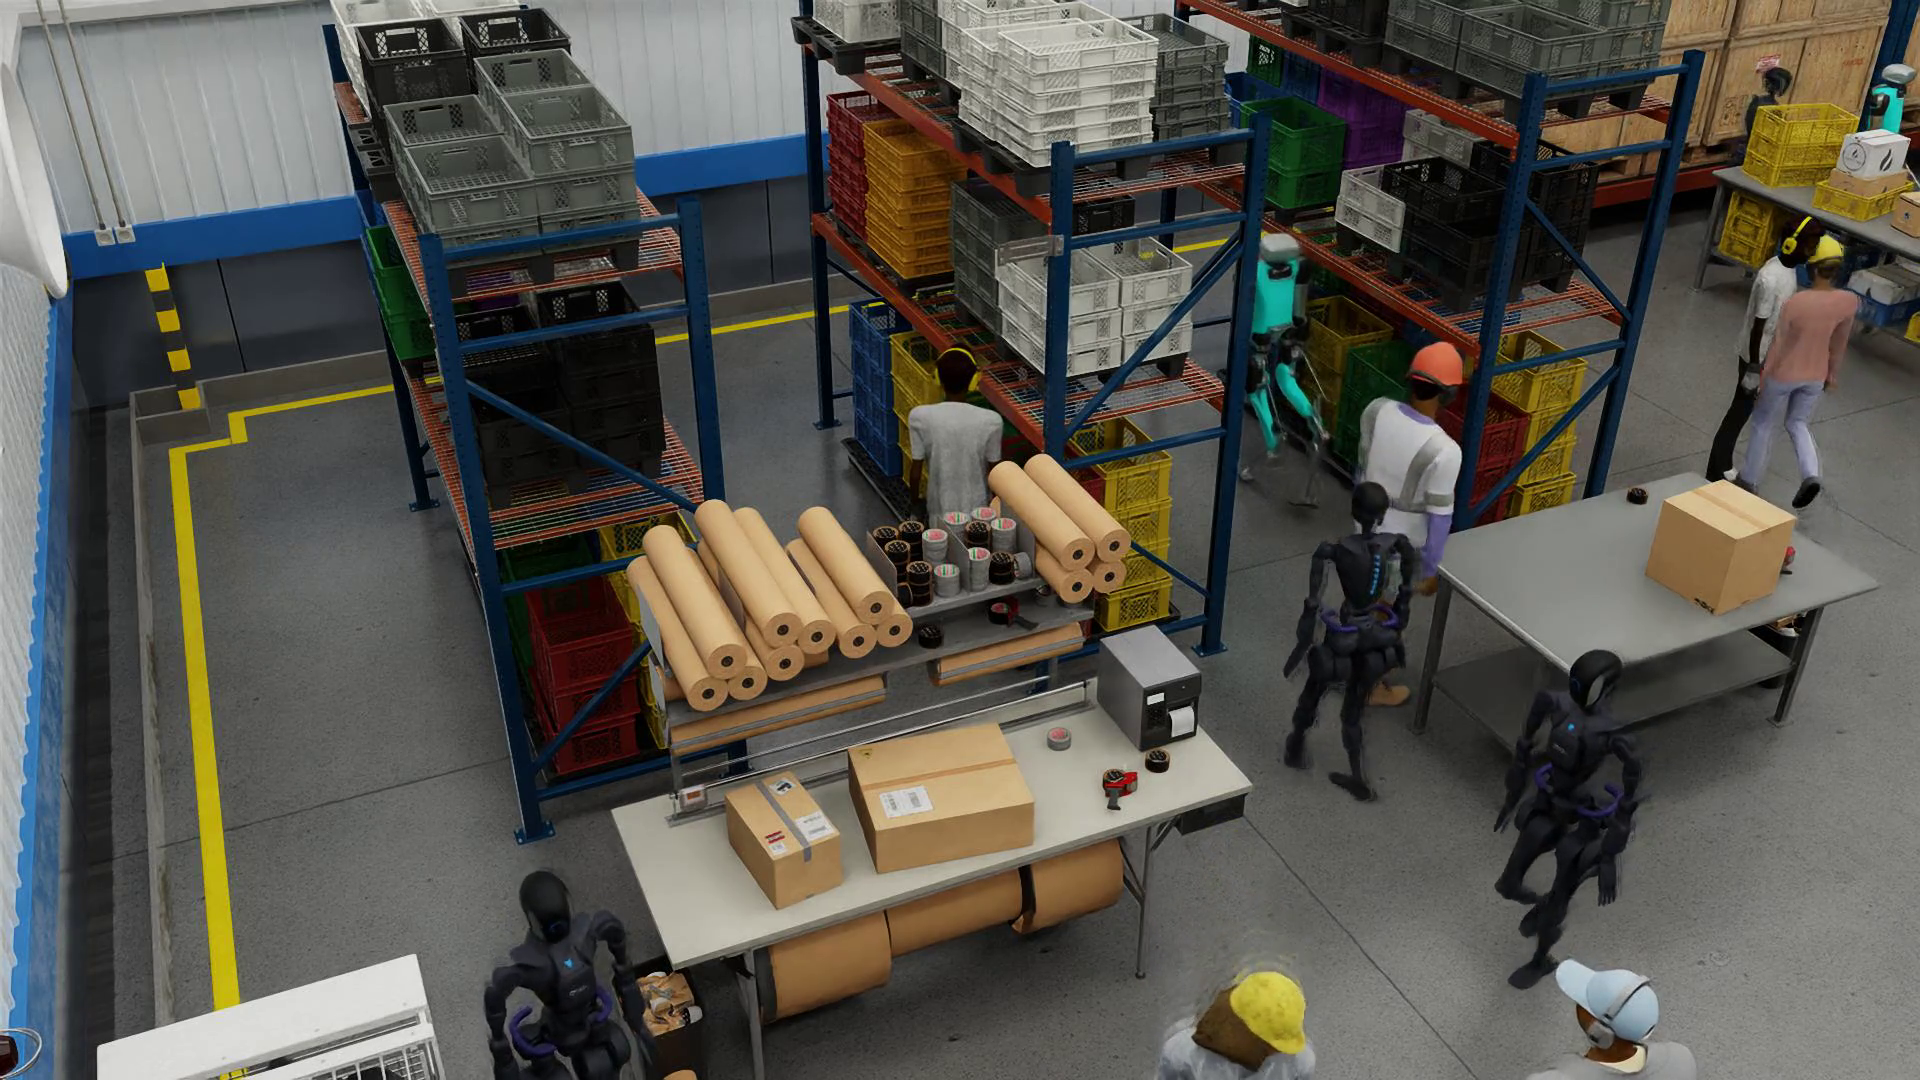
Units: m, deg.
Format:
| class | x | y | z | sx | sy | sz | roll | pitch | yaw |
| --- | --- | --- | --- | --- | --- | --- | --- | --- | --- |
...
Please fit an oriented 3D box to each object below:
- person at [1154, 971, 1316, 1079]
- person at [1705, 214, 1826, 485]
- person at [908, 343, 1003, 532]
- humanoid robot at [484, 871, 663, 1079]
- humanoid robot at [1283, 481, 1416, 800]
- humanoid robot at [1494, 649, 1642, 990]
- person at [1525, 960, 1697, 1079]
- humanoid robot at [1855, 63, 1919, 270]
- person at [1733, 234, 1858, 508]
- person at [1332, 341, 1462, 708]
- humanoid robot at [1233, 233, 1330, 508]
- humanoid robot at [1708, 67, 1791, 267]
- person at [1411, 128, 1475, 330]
| class | x | y | z | sx | sy | sz | roll | pitch | yaw |
| --- | --- | --- | --- | --- | --- | --- | --- | --- | --- |
| person | 0.850 | 2.036 | 5.308 | 0.519 | 1.679 | 0.889 | 0 | 32 | 0 |
| person | 4.953 | -1.117 | 10.264 | 0.328 | 1.865 | 0.515 | 20 | 37 | 29 |
| person | -0.020 | -0.157 | 8.698 | 0.516 | 1.872 | 0.336 | 4 | 32 | 6 |
| humanoid robot | -1.350 | 1.781 | 5.772 | 0.610 | 1.646 | 0.542 | -26 | 40 | -36 |
| humanoid robot | 1.843 | 0.473 | 7.895 | 0.615 | 1.621 | 0.560 | -8 | 33 | -13 |
| humanoid robot | 2.501 | 1.144 | 6.774 | 0.422 | 1.647 | 0.597 | -20 | 37 | -29 |
| person | 1.895 | 2.017 | 5.185 | 0.590 | 1.852 | 0.365 | -10 | 33 | -16 |
| humanoid robot | 7.410 | -2.833 | 13.126 | 0.741 | 1.749 | 0.537 | 25 | 39 | 34 |
| person | 5.145 | -0.993 | 10.180 | 0.538 | 1.734 | 0.594 | -3 | 32 | -5 |
| person | 2.232 | -0.041 | 8.378 | 0.454 | 2.020 | 0.658 | -18 | 36 | -27 |
| humanoid robot | 2.007 | -0.937 | 10.137 | 0.546 | 1.773 | 1.036 | -13 | 34 | -21 |
| humanoid robot | 6.432 | -3.027 | 13.538 | 0.310 | 1.647 | 0.610 | 12 | 34 | 19 |
| person | 3.527 | -2.231 | 12.103 | 0.499 | 1.839 | 0.343 | 27 | 41 | 36 |
